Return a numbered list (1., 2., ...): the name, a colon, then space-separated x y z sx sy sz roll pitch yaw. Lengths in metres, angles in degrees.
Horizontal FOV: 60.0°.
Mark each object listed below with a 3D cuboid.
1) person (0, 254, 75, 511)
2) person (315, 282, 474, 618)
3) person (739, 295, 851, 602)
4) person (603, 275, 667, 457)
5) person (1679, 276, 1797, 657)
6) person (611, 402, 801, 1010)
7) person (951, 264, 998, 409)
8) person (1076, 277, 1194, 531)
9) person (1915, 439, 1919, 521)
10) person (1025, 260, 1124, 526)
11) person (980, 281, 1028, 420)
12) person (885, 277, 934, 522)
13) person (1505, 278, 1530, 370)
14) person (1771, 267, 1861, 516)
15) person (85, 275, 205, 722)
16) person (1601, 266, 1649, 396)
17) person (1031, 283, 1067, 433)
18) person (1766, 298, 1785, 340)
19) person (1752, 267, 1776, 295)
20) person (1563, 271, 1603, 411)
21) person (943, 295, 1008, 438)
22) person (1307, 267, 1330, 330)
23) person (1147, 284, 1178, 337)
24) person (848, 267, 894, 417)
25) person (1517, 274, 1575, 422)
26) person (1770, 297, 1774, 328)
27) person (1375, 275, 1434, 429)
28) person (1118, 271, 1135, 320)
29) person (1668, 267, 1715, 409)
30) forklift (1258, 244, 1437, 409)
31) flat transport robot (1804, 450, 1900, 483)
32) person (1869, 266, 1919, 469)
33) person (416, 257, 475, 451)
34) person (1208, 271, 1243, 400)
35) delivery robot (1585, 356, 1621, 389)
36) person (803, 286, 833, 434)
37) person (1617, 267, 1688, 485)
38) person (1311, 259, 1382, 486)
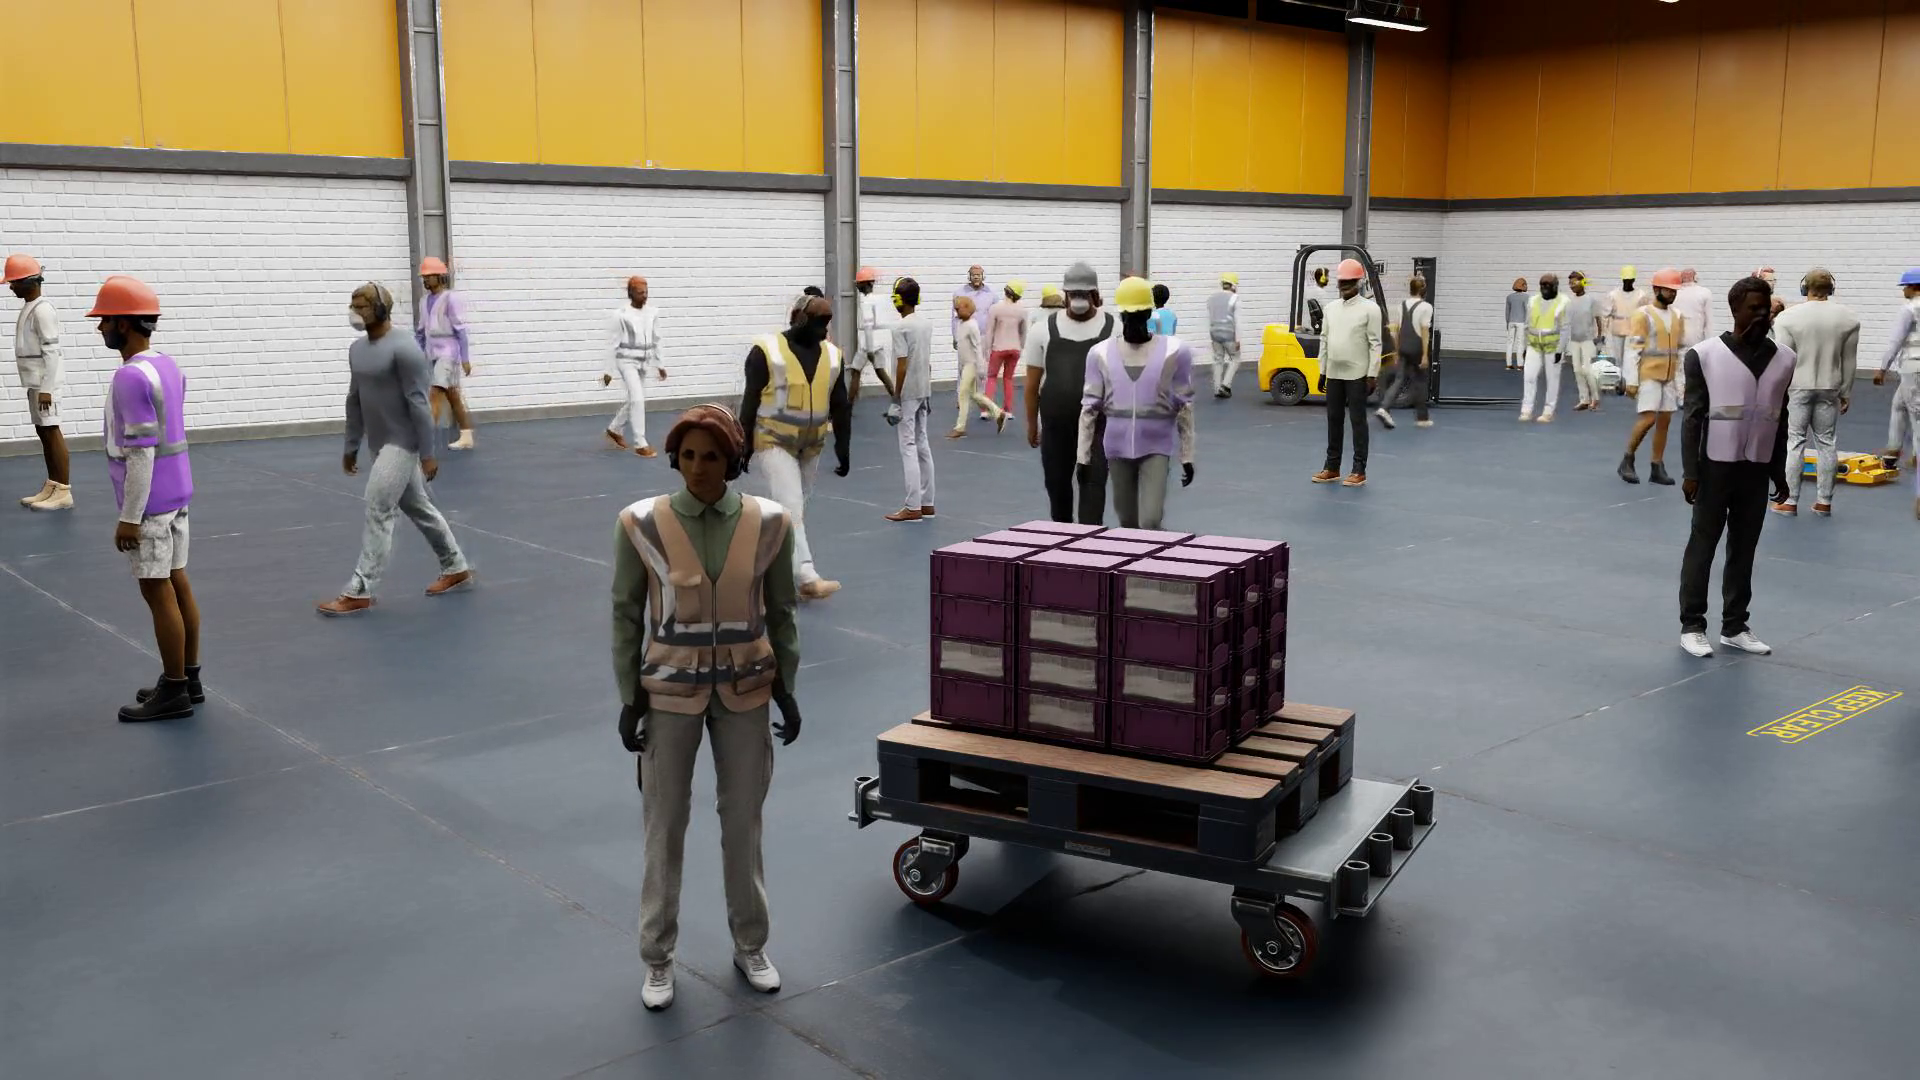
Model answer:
1. person: -7.358 -1.247 13.264 0.389 2.034 0.605 -8 12 -38
2. person: -3.268 -0.543 9.610 0.650 1.887 1.032 9 13 43
3. person: -0.933 -0.533 9.784 0.648 1.793 0.857 -7 12 -37
4. person: -3.399 -1.774 16.926 0.837 1.848 0.588 7 12 34
5. person: 3.936 -0.371 8.463 0.592 1.922 0.392 -2 10 -10
6. person: -0.685 0.444 4.523 0.513 1.638 0.313 -3 10 -18
7. person: 0.205 -2.694 22.103 0.636 1.911 0.405 -1 10 -7
8. person: 0.940 -0.477 9.124 0.628 1.898 0.769 3 10 18
9. person: 4.811 -0.238 7.752 0.644 1.924 0.741 8 12 38
10. person: 0.772 -0.834 10.820 0.691 2.000 0.869 1 10 8
11. person: 0.539 -2.323 20.510 0.607 1.713 0.359 -3 10 -18
12. person: -0.389 -1.068 12.707 0.323 1.865 0.518 6 11 30
13. person: 9.946 -3.845 29.637 0.279 1.634 0.497 -7 12 -34
14. person: 6.621 -1.145 12.944 0.631 1.936 0.362 1 10 5
15. person: -3.556 -0.175 7.262 0.362 1.939 0.543 -1 10 -8
16. person: 9.798 -3.082 24.494 0.606 1.884 1.010 5 11 29
17. person: 1.023 -1.996 18.539 0.499 1.715 0.549 2 10 12
18. person: 7.567 -1.462 15.689 0.499 1.633 0.279 -8 13 -40
19. person: 8.430 -1.920 17.575 0.408 1.908 0.641 8 13 39
20. person: 8.131 -2.593 21.739 0.475 1.834 0.544 -6 12 -33
21. person: 0.181 -1.933 18.539 0.712 1.602 0.515 -3 10 -17
22. person: 5.389 -3.198 25.210 0.516 1.852 0.536 -1 10 -4
23. person: 2.330 -2.138 19.463 0.318 1.697 0.534 8 13 40
24. person: -1.134 -2.459 20.800 0.959 1.897 0.552 4 10 21
25. person: 7.066 -2.304 20.126 0.648 1.804 0.744 8 13 39
26. person: 8.012 -1.608 16.590 0.474 1.620 0.547 -2 10 -13
27. person: 5.247 -2.197 19.519 0.876 1.813 0.516 -8 12 -38
28. person: 2.319 -2.924 23.731 0.868 1.805 0.581 -3 10 -18
29. person: 9.637 -2.657 21.977 0.725 1.874 0.414 9 13 42
30. forklift: 5.256 -2.933 22.661 2.313 2.155 1.214 3 10 16
31. flat transport robot: 7.744 -0.711 15.273 0.652 0.197 1.431 -9 13 -43
32. person: 9.017 -1.642 15.906 0.624 1.913 0.810 -7 12 -37
33. person: -5.426 -1.880 17.040 0.644 2.002 0.996 9 13 41
34. person: 3.740 -2.866 23.403 0.595 1.811 0.425 8 13 41
35. delivery robot: 9.407 -2.450 24.353 0.477 0.478 0.707 1 10 3
36. person: -1.711 -2.033 18.871 0.593 1.674 0.557 -2 10 -12
37. person: 6.196 -1.445 14.740 0.560 1.922 0.414 -5 11 -25
38. person: 3.408 -1.466 14.695 0.409 1.991 0.627 -8 13 -40
